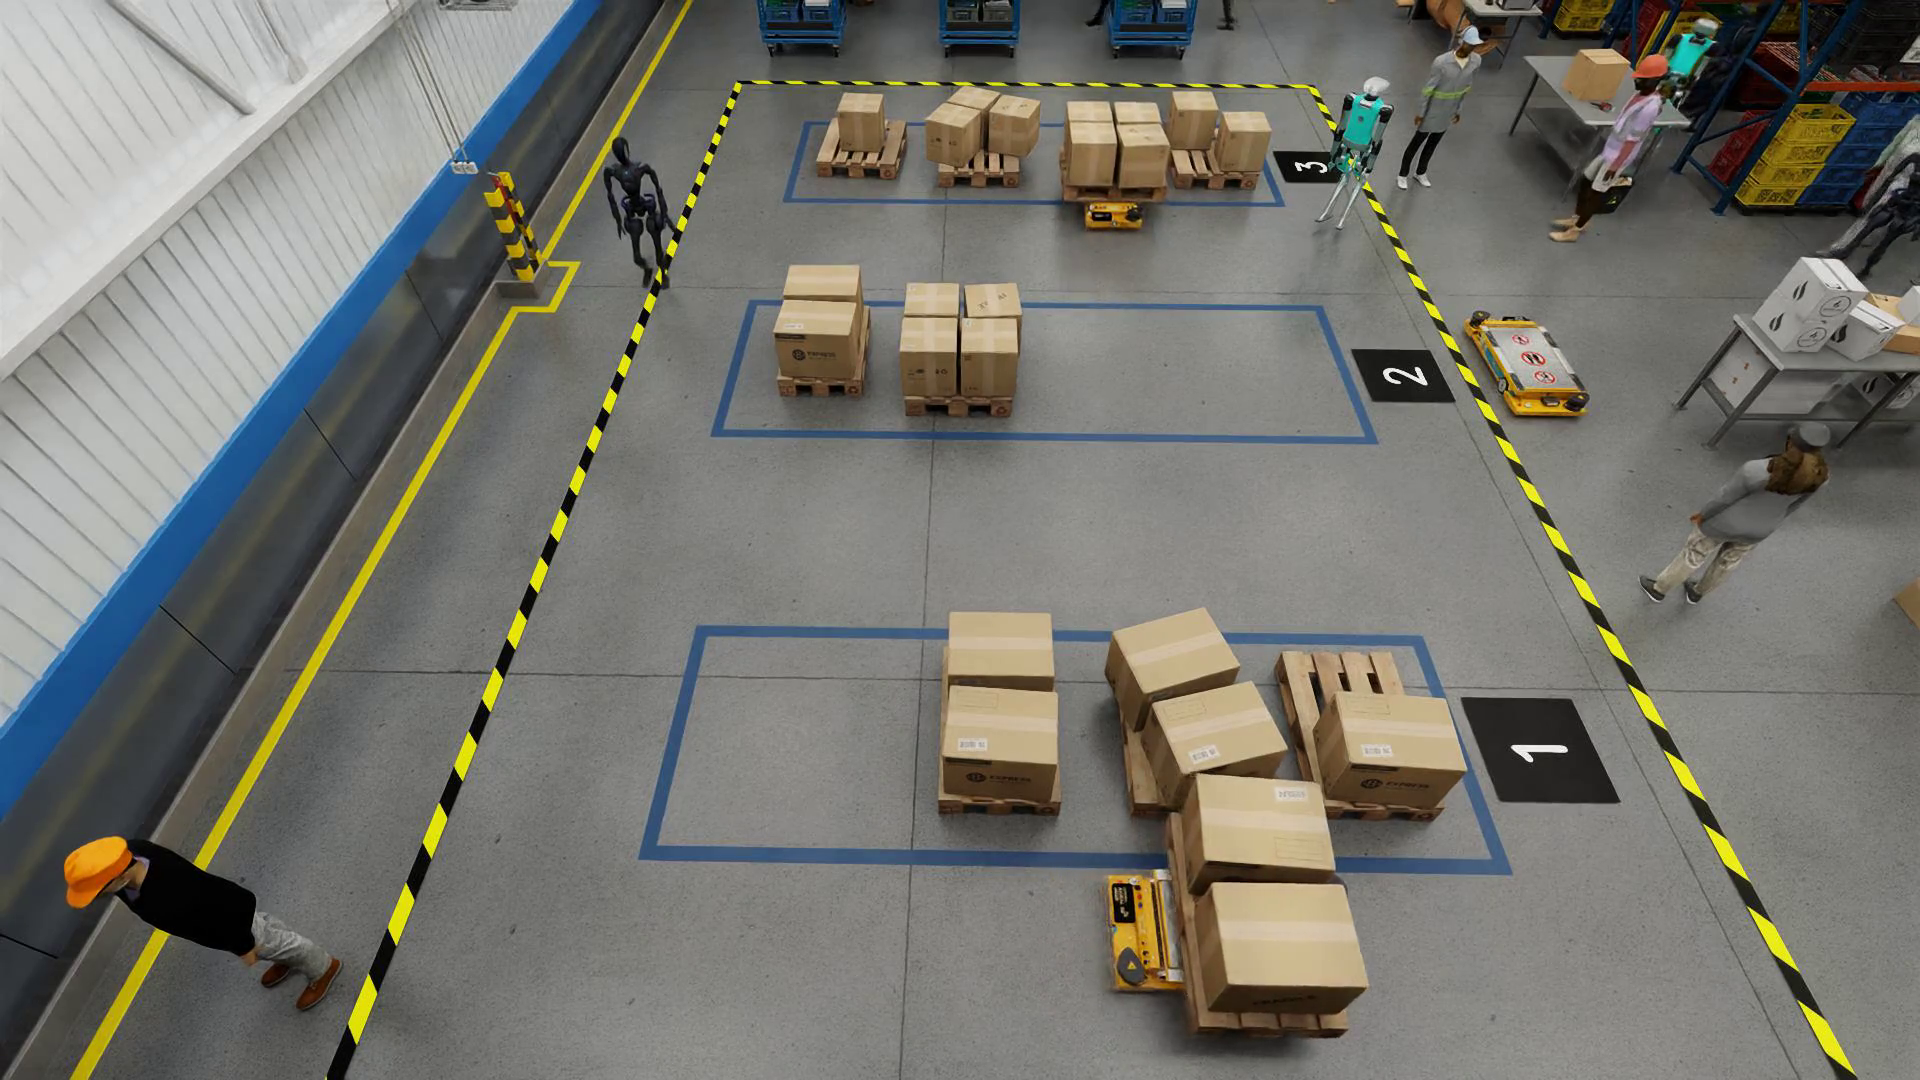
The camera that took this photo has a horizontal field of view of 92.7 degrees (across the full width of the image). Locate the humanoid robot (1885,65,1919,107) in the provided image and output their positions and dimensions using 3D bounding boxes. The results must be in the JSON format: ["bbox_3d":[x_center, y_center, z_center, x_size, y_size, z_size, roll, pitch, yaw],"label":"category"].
[{"bbox_3d":[12.122,-5.667,11.501,1.023,1.770,0.530,-5,49,-4],"label":"humanoid robot"}]

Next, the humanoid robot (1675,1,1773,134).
[{"bbox_3d":[9.847,-6.098,11.886,0.549,1.645,0.585,1,49,1],"label":"humanoid robot"}]

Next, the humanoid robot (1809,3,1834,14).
[{"bbox_3d":[12.699,-8.096,13.635,0.415,1.693,0.607,-25,54,-20],"label":"humanoid robot"}]

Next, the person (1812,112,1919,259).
[{"bbox_3d":[10.216,-3.950,9.858,0.840,1.921,0.610,-4,49,-3],"label":"person"}]

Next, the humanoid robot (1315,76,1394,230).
[{"bbox_3d":[4.465,-4.334,10.228,0.533,1.672,0.735,34,57,26],"label":"humanoid robot"}]

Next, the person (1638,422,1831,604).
[{"bbox_3d":[5.662,-0.141,6.665,0.564,1.763,0.403,6,49,5],"label":"person"}]

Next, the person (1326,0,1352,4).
[{"bbox_3d":[6.474,-9.850,15.019,0.620,1.844,0.429,-14,50,-11],"label":"person"}]

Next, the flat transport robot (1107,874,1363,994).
[{"bbox_3d":[1.633,2.337,5.492,1.431,0.197,0.652,1,49,1],"label":"flat transport robot"}]

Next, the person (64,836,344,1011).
[{"bbox_3d":[-3.864,1.984,4.751,0.584,1.880,0.380,22,53,18],"label":"person"}]

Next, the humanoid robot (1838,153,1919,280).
[{"bbox_3d":[9.822,-3.418,9.583,0.666,1.643,0.605,-20,52,-16],"label":"humanoid robot"}]

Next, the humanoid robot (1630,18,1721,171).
[{"bbox_3d":[8.525,-5.269,11.115,0.571,1.727,0.919,21,52,17],"label":"humanoid robot"}]

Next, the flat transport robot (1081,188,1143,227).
[{"bbox_3d":[1.829,-4.292,11.230,0.652,0.197,1.431,1,49,1],"label":"flat transport robot"}]

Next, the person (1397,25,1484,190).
[{"bbox_3d":[5.720,-5.118,10.916,0.595,1.852,0.364,-7,50,-6],"label":"person"}]

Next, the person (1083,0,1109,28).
[{"bbox_3d":[2.513,-9.137,14.356,1.006,1.915,0.595,-13,50,-11],"label":"person"}]

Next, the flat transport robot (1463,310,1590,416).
[{"bbox_3d":[5.573,-1.757,9.054,0.659,0.231,1.431,1,49,1],"label":"flat transport robot"}]

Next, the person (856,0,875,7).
[{"bbox_3d":[-1.580,-9.770,14.886,0.366,1.939,0.634,2,49,2],"label":"person"}]

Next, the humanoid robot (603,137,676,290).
[{"bbox_3d":[-3.280,-3.344,9.495,0.601,1.653,0.341,-8,50,-7],"label":"humanoid robot"}]

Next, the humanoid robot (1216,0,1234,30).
[{"bbox_3d":[4.239,-8.861,14.276,0.386,1.646,0.601,20,52,17],"label":"humanoid robot"}]

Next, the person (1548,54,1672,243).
[{"bbox_3d":[7.125,-4.218,10.028,0.427,2.027,0.620,13,50,11],"label":"person"}]

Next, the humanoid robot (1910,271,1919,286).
[{"bbox_3d":[10.568,-3.351,9.394,0.530,1.695,0.738,5,49,4],"label":"humanoid robot"}]
